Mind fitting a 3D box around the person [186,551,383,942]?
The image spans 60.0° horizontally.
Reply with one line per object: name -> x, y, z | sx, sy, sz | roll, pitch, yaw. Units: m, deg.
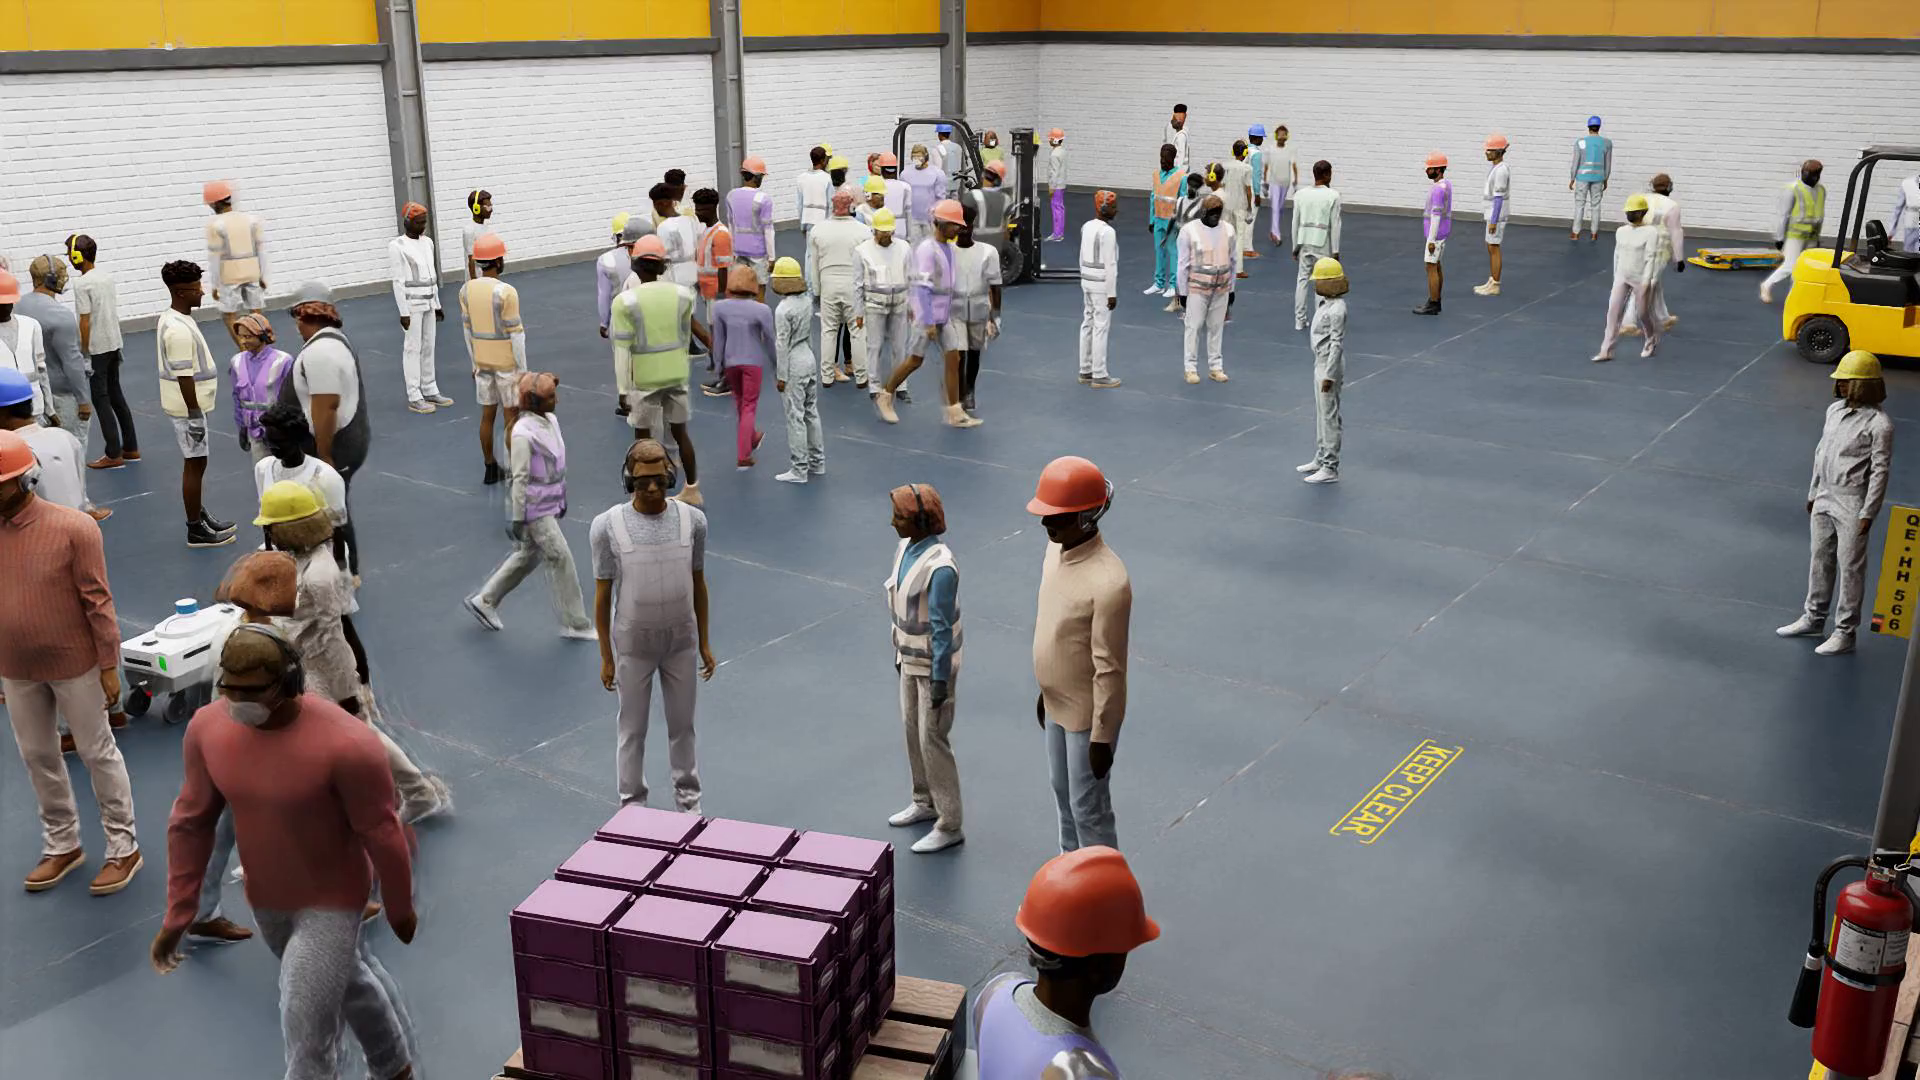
person -> -2.694, 0.811, 6.451 | 0.830, 1.571, 0.512 | -4, 18, -14

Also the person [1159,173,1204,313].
person -> 2.727, -3.585, 20.106 | 0.655, 1.672, 0.558 | -8, 19, -24

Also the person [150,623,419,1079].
person -> -2.025, 1.123, 5.003 | 0.644, 1.869, 1.071 | 7, 19, 20

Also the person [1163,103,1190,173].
person -> 3.815, -6.658, 29.202 | 0.361, 1.963, 0.618 | -13, 22, -34

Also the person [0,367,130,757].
person -> -4.470, 0.102, 8.130 | 0.431, 1.932, 0.610 | 2, 18, 7

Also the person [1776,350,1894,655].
person -> 4.973, -0.211, 9.397 | 0.324, 1.742, 0.492 | -4, 18, -12

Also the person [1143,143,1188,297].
person -> 2.648, -4.069, 21.184 | 0.391, 1.919, 0.590 | -14, 23, -38

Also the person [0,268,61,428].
person -> -6.306, -0.856, 11.117 | 0.371, 1.928, 0.543 | 12, 21, 32

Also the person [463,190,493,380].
person -> -4.688, -2.499, 16.380 | 0.326, 1.857, 0.514 | 2, 18, 5

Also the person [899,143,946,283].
person -> -0.482, -4.051, 21.118 | 0.635, 1.928, 0.383 | 6, 19, 18

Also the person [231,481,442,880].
person -> -2.700, 0.557, 7.104 | 0.895, 1.703, 0.497 | -9, 20, -26

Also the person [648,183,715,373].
person -> -2.760, -2.615, 16.657 | 0.963, 1.915, 0.643 | 4, 18, 13

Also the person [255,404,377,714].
person -> -3.316, 0.118, 8.471 | 0.530, 1.684, 0.342 | 8, 19, 22

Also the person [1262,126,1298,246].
person -> 4.983, -5.528, 25.919 | 0.503, 1.819, 1.002 | -1, 18, -3

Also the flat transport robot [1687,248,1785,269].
flat transport robot -> 11.209, -4.015, 23.677 | 1.431, 0.197, 0.652 | -1, 18, -4

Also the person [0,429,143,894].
person -> -3.738, 0.502, 6.787 | 0.629, 1.982, 0.404 | 1, 18, 2

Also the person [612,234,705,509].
person -> -2.197, -1.171, 11.951 | 0.611, 2.023, 0.442 | -10, 20, -28

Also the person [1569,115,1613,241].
person -> 9.945, -5.706, 26.269 | 0.602, 1.938, 0.400 | 3, 18, 8

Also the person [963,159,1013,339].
person -> 0.247, -3.144, 18.186 | 0.653, 1.983, 0.471 | -15, 23, -40

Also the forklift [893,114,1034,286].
forklift -> -0.171, -4.594, 22.377 | 2.313, 2.155, 1.214 | 1, 18, 3

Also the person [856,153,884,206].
person -> -1.064, -3.867, 20.663 | 0.388, 1.847, 0.564 | 13, 22, 36

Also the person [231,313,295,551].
person -> -4.612, -0.711, 11.143 | 0.527, 1.631, 0.321 | 5, 19, 16

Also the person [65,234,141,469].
person -> -6.848, -1.495, 13.239 | 0.333, 1.855, 0.531 | 1, 18, 2

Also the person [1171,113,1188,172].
person -> 3.661, -6.225, 27.984 | 0.351, 1.882, 0.581 | 2, 18, 5

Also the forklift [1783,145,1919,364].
forklift -> 9.803, -2.879, 17.013 | 2.313, 2.155, 1.214 | 12, 21, 33

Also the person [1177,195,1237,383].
person -> 2.416, -2.450, 16.265 | 0.634, 1.834, 0.429 | -6, 19, -19

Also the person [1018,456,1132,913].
person -> 0.433, 0.636, 6.361 | 0.407, 1.986, 0.612 | -6, 19, -17

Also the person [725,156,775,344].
person -> -2.246, -3.150, 18.134 | 0.612, 2.031, 0.403 | 11, 21, 31

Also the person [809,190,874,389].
person -> -1.118, -2.410, 16.038 | 0.638, 1.899, 0.397 | 2, 18, 7

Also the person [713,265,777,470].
person -> -1.686, -1.414, 13.399 | 0.510, 1.593, 0.815 | 6, 19, 19

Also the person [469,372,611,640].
person -> -2.485, -0.193, 9.583 | 0.819, 1.610, 0.523 | 1, 18, 4

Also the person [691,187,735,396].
person -> -2.318, -2.353, 15.762 | 0.385, 1.955, 0.608 | -6, 19, -19

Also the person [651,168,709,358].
person -> -2.939, -2.894, 17.427 | 0.611, 1.966, 0.362 | 13, 22, 36

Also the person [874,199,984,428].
person -> -0.302, -1.970, 14.522 | 1.000, 1.986, 0.711 | 8, 19, 23

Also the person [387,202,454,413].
person -> -4.910, -2.111, 15.116 | 0.356, 1.883, 0.572 | 5, 18, 16
